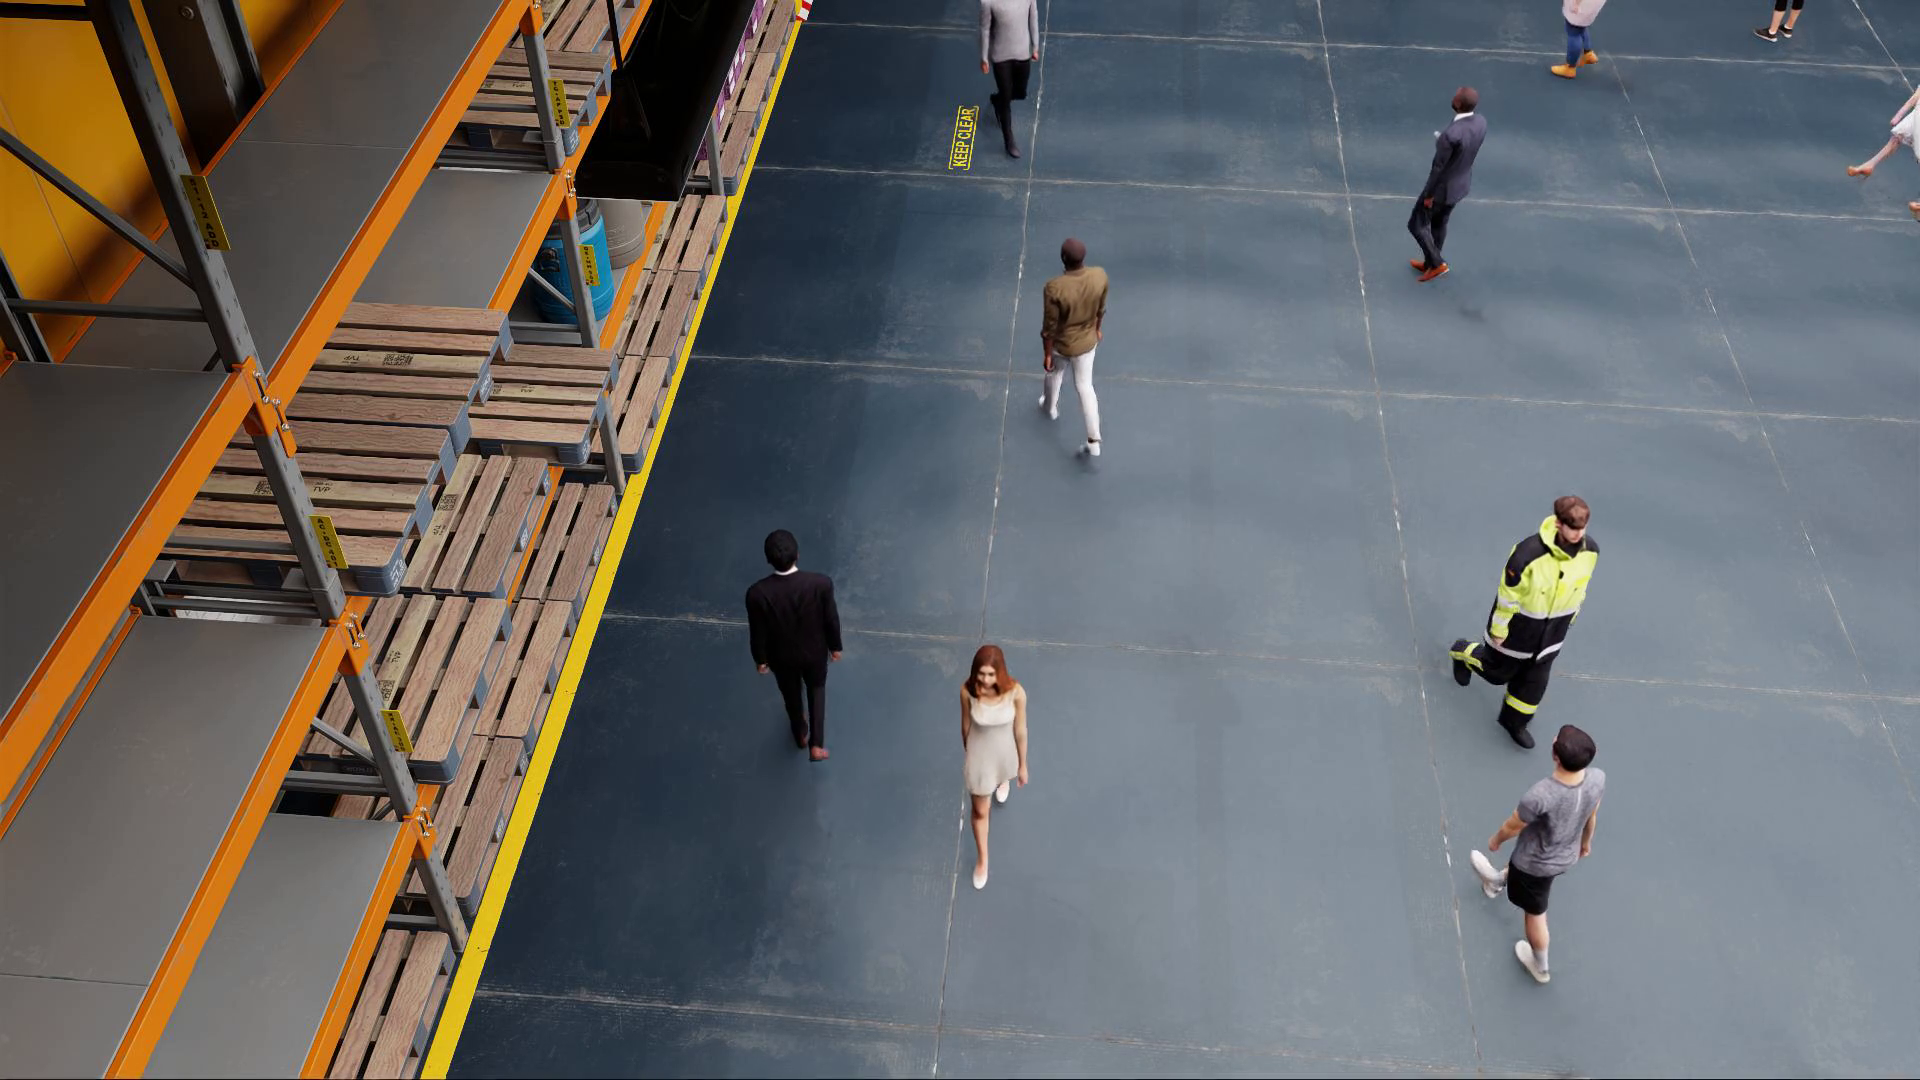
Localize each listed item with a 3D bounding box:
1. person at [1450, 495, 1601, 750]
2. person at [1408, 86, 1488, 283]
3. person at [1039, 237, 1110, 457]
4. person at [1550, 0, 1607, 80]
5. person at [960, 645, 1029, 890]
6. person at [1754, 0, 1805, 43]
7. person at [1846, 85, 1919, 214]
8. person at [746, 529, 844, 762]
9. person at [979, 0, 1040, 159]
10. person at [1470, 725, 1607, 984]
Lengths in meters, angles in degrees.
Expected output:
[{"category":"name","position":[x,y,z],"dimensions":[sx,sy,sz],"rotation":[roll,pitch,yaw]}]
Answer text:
[{"category":"person","position":[3.534,0.419,10.386],"dimensions":[0.994,1.959,1.161],"rotation":[-11,45,-11]},{"category":"person","position":[4.153,-2.931,14.014],"dimensions":[0.857,1.806,0.914],"rotation":[-29,51,-27]},{"category":"person","position":[0.887,-1.421,12.440],"dimensions":[1.051,1.788,1.288],"rotation":[-14,45,-14]},{"category":"person","position":[6.385,-5.451,16.710],"dimensions":[0.941,1.736,0.860],"rotation":[24,49,24]},{"category":"person","position":[0.219,1.168,9.804],"dimensions":[0.573,1.676,1.130],"rotation":[3,44,3]},{"category":"person","position":[8.787,-6.081,17.377],"dimensions":[0.641,1.726,0.646],"rotation":[-15,46,-15]},{"category":"person","position":[8.699,-3.704,14.875],"dimensions":[1.049,1.736,1.127],"rotation":[-28,50,-27]},{"category":"person","position":[-0.989,0.716,10.136],"dimensions":[0.853,1.874,0.969],"rotation":[-8,44,-8]},{"category":"person","position":[0.442,-4.641,15.738],"dimensions":[1.072,1.902,1.230],"rotation":[-17,46,-17]},{"category":"person","position":[3.240,1.779,9.044],"dimensions":[1.005,1.841,1.213],"rotation":[-14,45,-14]}]
